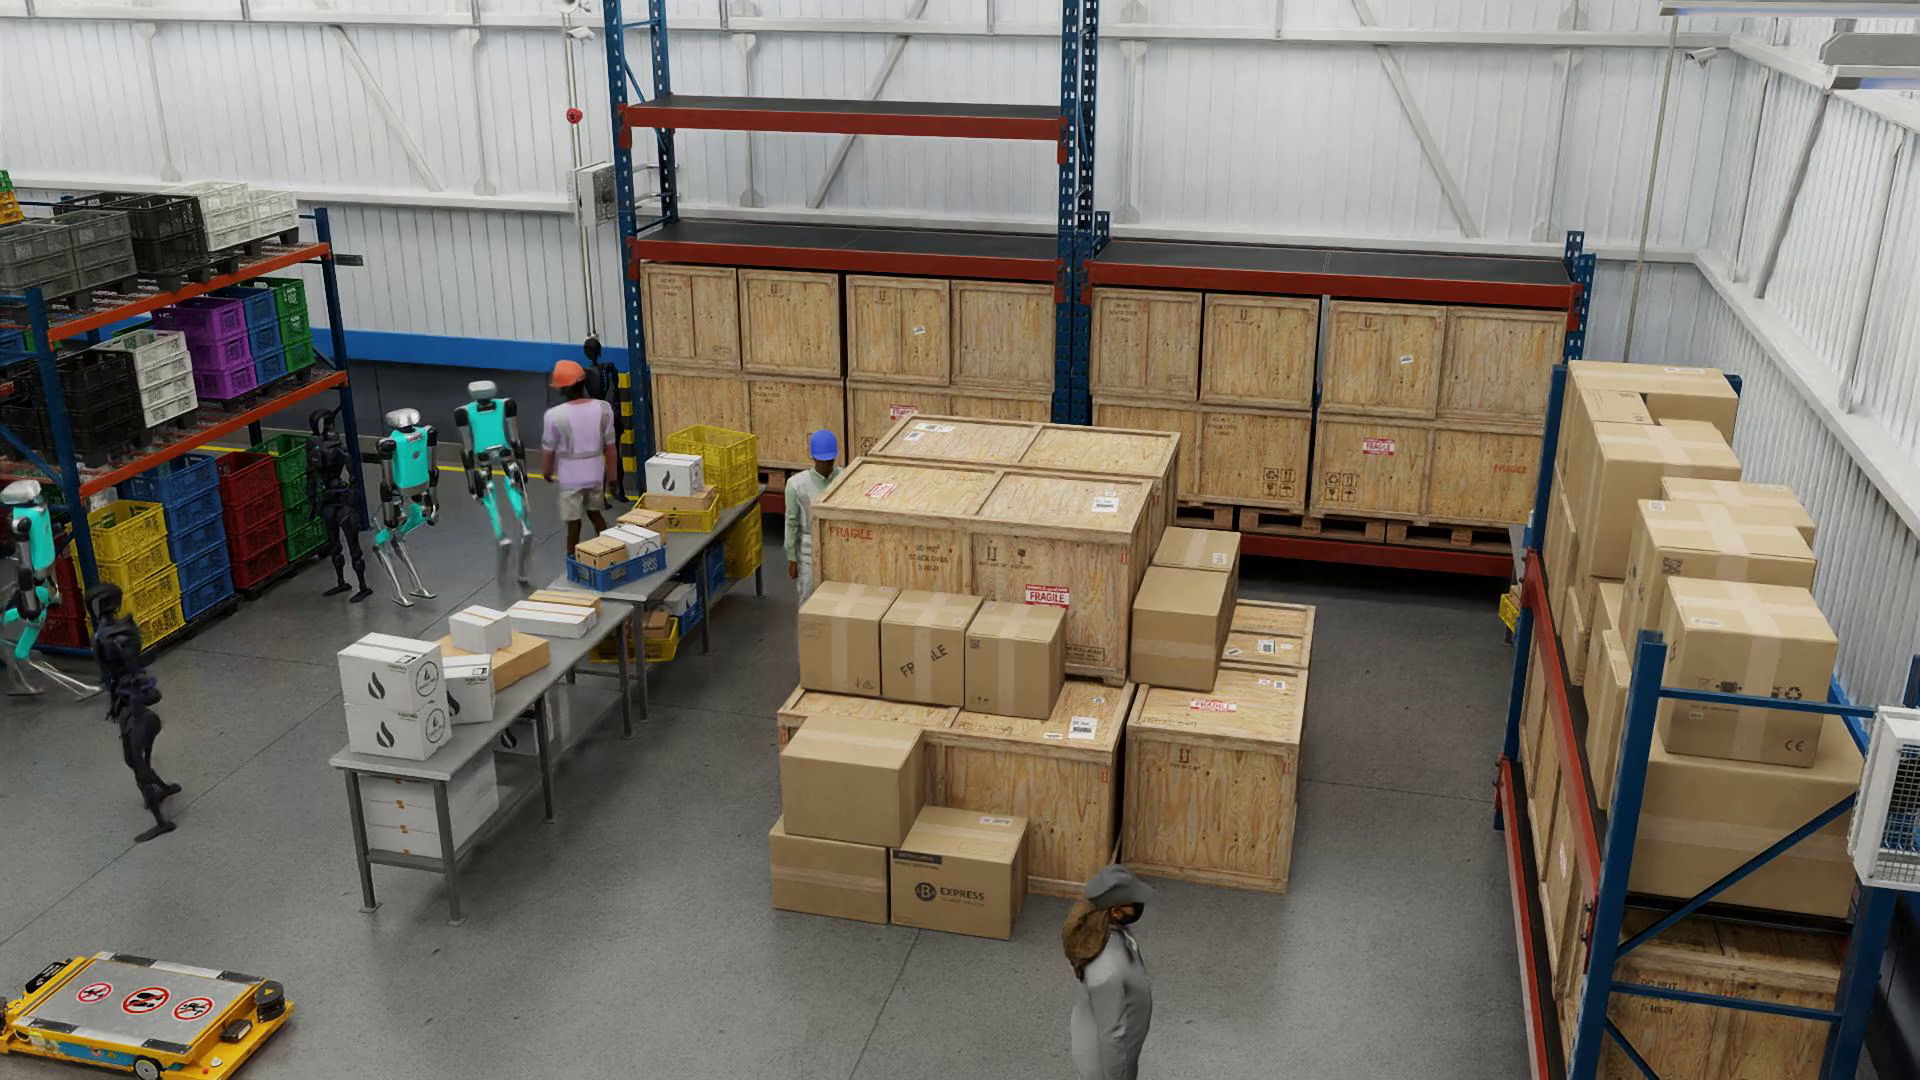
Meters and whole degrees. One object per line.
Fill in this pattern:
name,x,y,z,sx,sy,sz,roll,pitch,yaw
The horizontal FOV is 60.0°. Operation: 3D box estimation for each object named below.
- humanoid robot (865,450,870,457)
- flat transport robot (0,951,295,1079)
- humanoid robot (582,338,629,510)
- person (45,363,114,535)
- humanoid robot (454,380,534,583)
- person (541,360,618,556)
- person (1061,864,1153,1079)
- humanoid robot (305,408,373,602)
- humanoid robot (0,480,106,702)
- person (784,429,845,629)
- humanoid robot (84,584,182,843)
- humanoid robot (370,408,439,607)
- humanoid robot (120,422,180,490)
humanoid robot,-0.634,0.069,12.895,0.607,1.650,0.341,10,23,24
flat transport robot,-4.270,2.464,8.601,1.431,0.231,0.659,5,22,13
humanoid robot,-3.470,-1.128,16.007,0.315,1.655,0.599,16,26,36
person,-7.604,-0.645,14.473,0.574,1.882,0.362,8,22,20
humanoid robot,-3.876,-0.406,14.152,0.552,1.849,0.713,-13,25,-31
person,-3.214,-0.543,14.017,0.600,2.028,0.490,-18,27,-39
person,0.624,2.193,7.206,0.397,1.768,0.560,0,21,0
humanoid robot,-5.181,-0.295,13.824,0.599,1.657,0.315,12,24,28
humanoid robot,-6.728,0.417,11.900,0.974,1.746,0.561,-3,21,-8
person,-1.004,0.096,12.445,0.614,1.945,0.402,-8,22,-21
humanoid robot,-5.158,1.031,10.397,0.441,1.632,0.607,-18,27,-39
humanoid robot,-4.609,-0.298,13.624,0.747,1.684,0.532,14,25,33
humanoid robot,-7.493,-0.922,15.491,0.547,1.829,0.798,-5,21,-12
